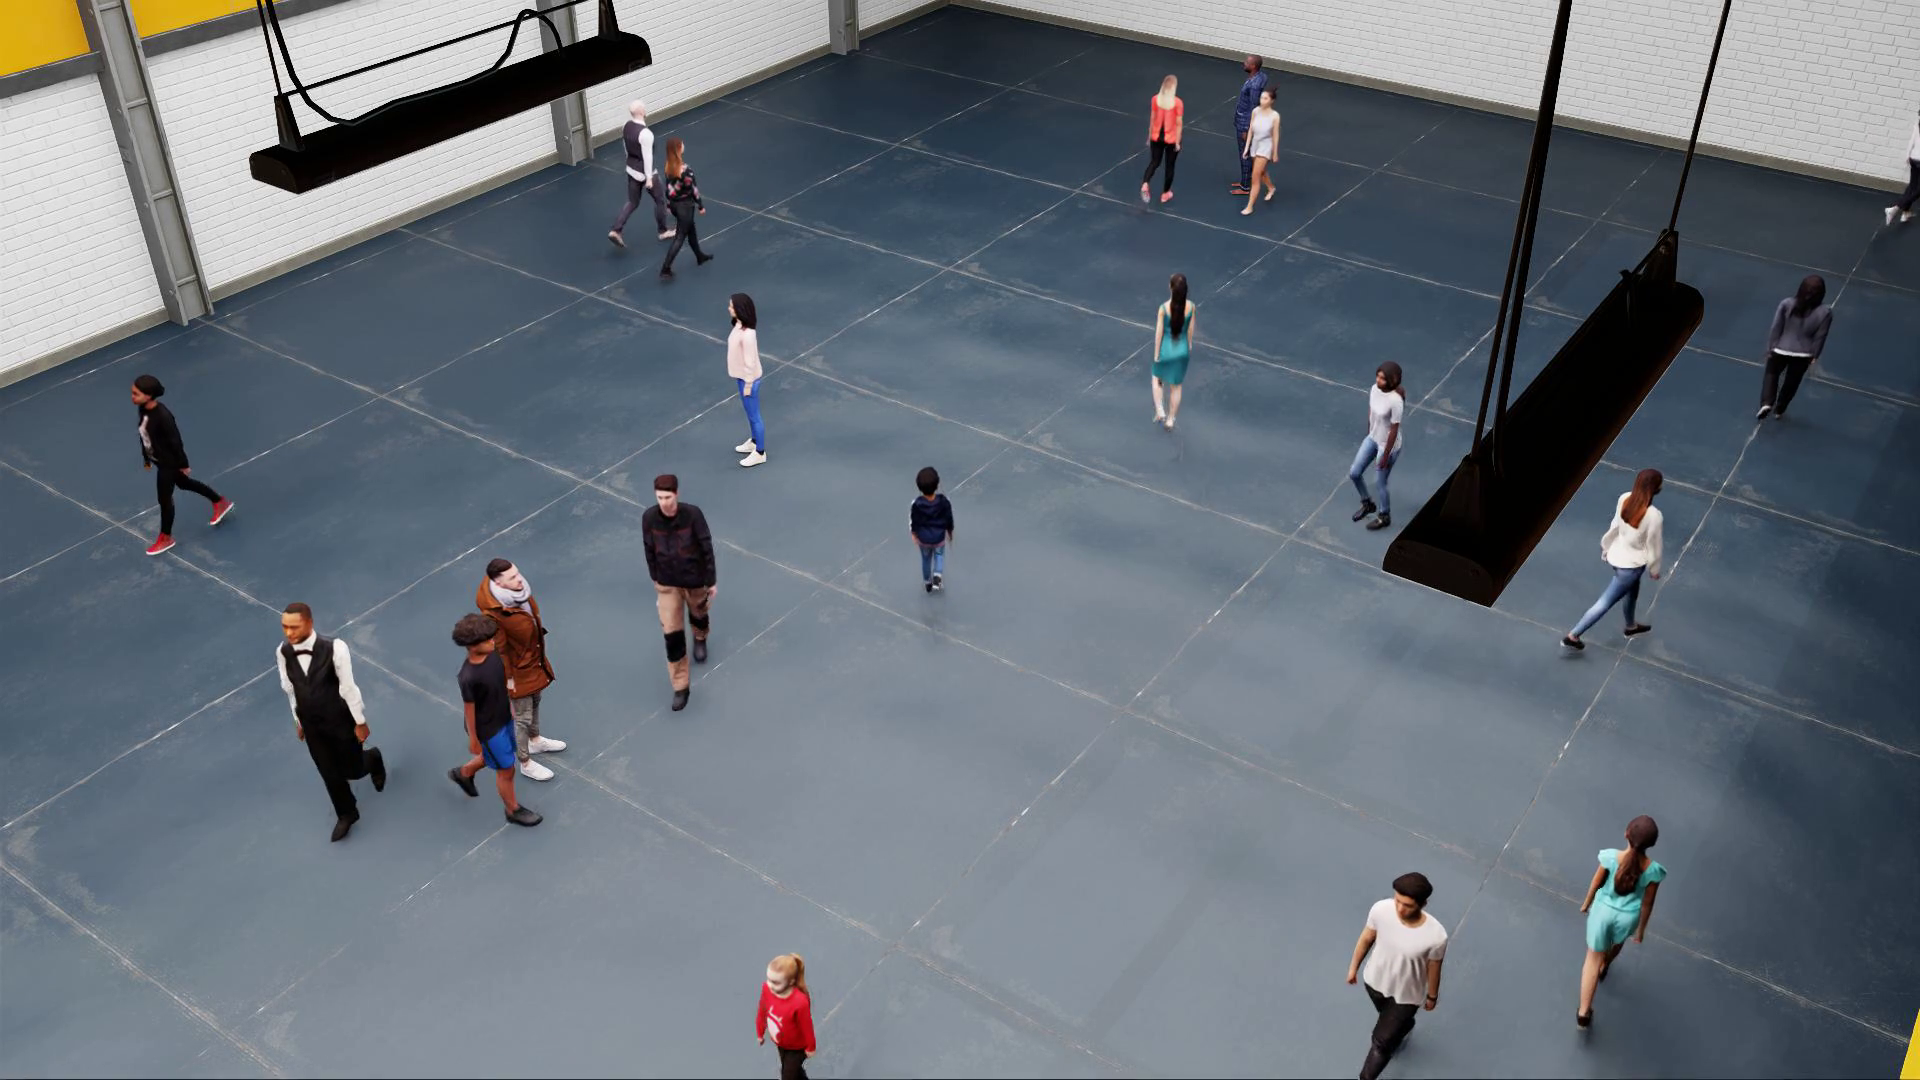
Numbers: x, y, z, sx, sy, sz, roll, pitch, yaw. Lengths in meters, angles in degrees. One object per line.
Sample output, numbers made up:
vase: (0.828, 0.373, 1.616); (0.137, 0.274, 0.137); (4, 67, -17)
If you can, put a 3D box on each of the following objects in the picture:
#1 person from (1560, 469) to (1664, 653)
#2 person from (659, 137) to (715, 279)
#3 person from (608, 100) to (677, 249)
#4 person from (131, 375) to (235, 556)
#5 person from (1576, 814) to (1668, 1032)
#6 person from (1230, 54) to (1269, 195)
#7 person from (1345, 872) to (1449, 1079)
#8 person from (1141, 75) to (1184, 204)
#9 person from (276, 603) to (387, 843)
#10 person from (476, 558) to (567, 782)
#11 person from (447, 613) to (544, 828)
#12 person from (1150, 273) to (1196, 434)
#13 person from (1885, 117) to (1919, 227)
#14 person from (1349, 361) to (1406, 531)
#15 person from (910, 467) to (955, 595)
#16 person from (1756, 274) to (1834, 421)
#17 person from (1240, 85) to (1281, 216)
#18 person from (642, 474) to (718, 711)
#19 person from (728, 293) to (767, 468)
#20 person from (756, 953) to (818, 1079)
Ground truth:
person: (5.265, 0.218, 13.293); (1.181, 1.651, 1.076); (-8, 35, -12)
person: (-3.294, -3.835, 19.398); (0.689, 1.644, 1.119); (29, 43, 36)
person: (-3.911, -4.359, 20.060); (0.781, 1.783, 1.243); (25, 41, 33)
person: (-6.951, -0.739, 14.745); (0.656, 1.638, 1.114); (25, 41, 32)
person: (4.011, 2.344, 10.206); (0.688, 1.528, 1.083); (14, 36, 20)
person: (3.749, -5.410, 21.604); (0.824, 1.824, 0.687); (8, 34, 11)
person: (2.600, 2.542, 9.768); (0.769, 1.684, 1.125); (28, 43, 36)
person: (2.580, -5.064, 21.219); (0.648, 1.673, 0.952); (18, 38, 25)
person: (-4.367, 1.184, 11.613); (0.960, 1.902, 1.094); (4, 34, 6)
person: (-3.201, 0.907, 12.087); (0.902, 1.839, 0.816); (3, 34, 4)
person: (-3.359, 1.250, 11.627); (0.891, 1.776, 0.998); (10, 35, 14)
person: (2.109, -1.792, 16.297); (0.697, 1.673, 0.755); (-4, 34, -6)
person: (11.905, -4.683, 20.637); (1.077, 1.683, 0.915); (-15, 36, -21)
person: (3.834, -0.854, 14.859); (0.835, 1.703, 0.791); (-13, 36, -19)
person: (-0.241, -0.045, 14.081); (0.604, 1.217, 0.644); (-1, 34, -2)
person: (8.257, -1.867, 16.490); (0.742, 1.585, 0.863); (15, 36, 21)
person: (3.897, -5.002, 21.211); (1.082, 1.580, 0.726); (-26, 42, -34)
person: (-2.143, 0.280, 12.988); (1.190, 1.885, 1.307); (-2, 34, -3)
person: (-2.009, -1.541, 15.834); (0.765, 1.769, 0.716); (-7, 34, -11)
person: (-0.950, 2.856, 9.670); (0.504, 1.270, 0.633); (22, 40, 30)
